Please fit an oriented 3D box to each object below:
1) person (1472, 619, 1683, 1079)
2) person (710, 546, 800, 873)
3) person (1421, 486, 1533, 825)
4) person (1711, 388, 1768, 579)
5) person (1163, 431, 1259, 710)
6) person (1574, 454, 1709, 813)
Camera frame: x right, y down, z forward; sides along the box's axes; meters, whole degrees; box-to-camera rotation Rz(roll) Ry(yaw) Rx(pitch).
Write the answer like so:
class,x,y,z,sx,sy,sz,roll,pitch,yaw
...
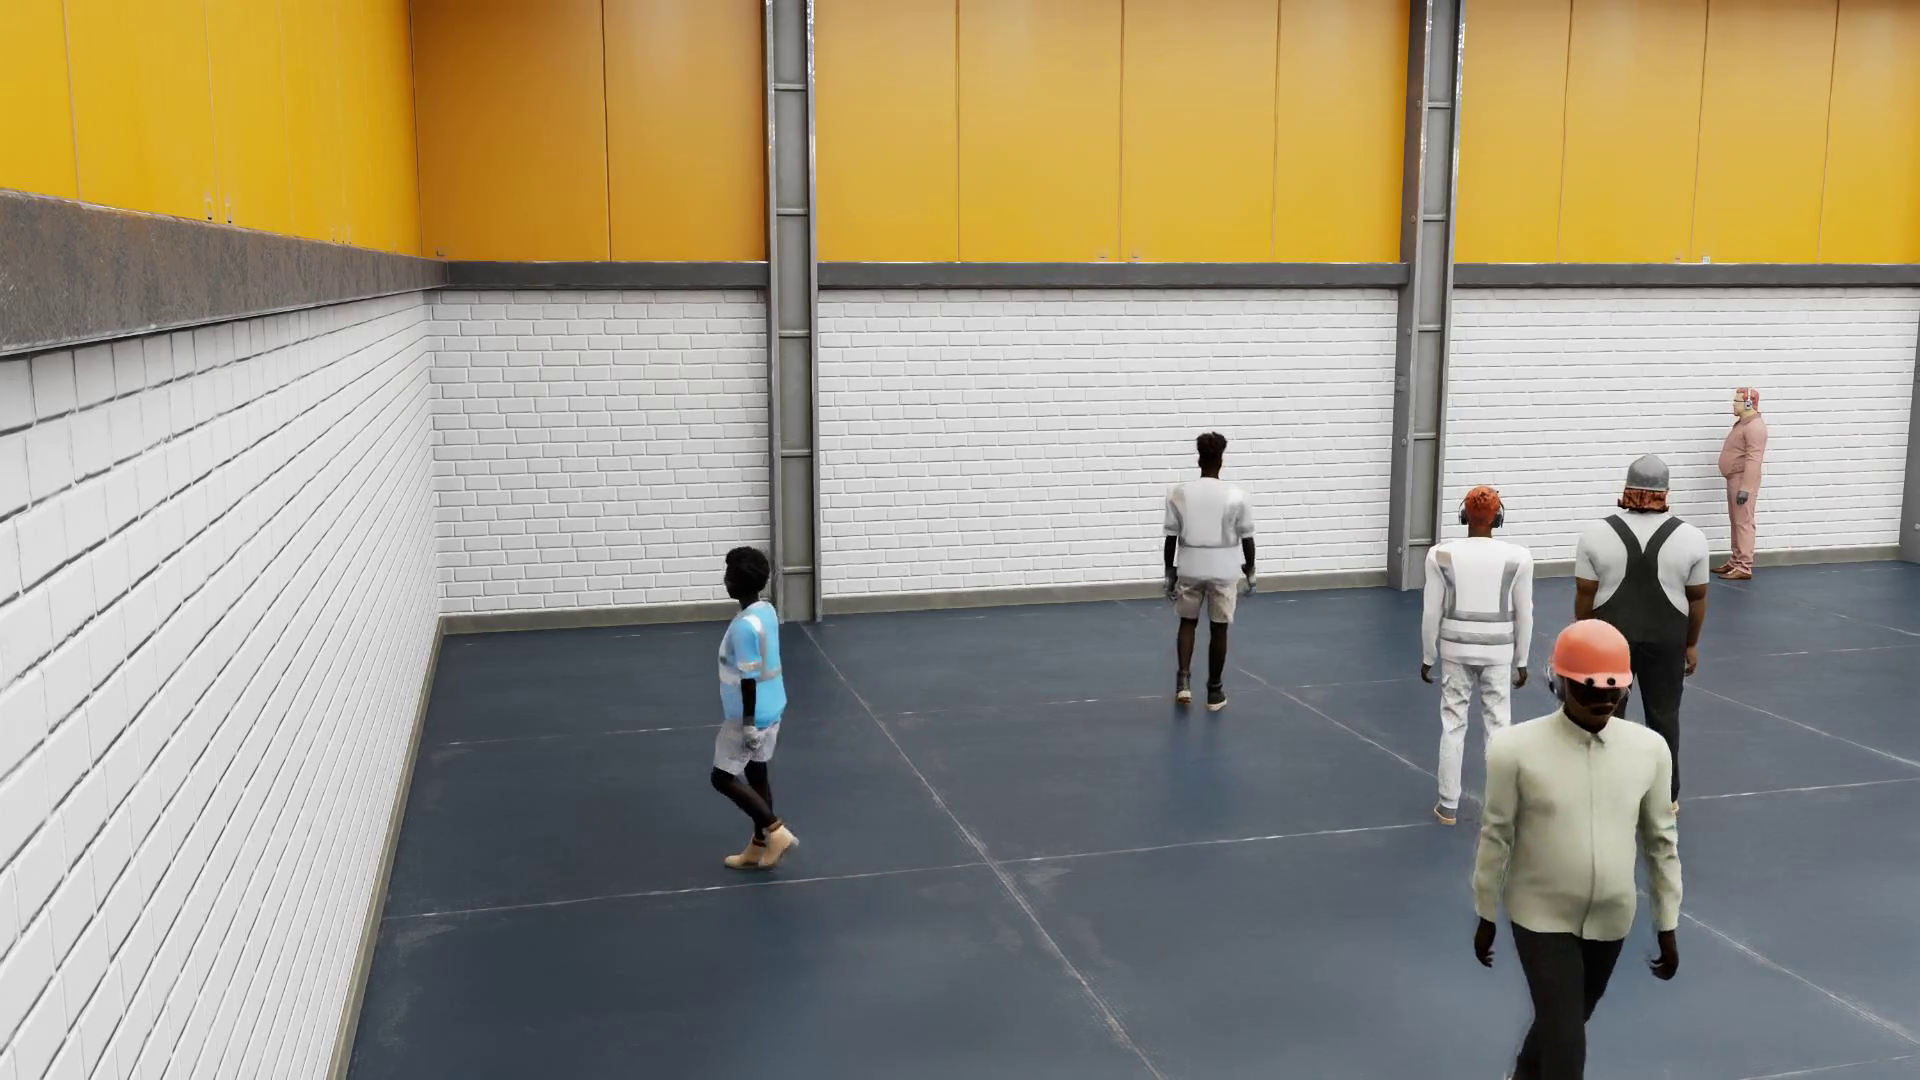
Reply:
class,x,y,z,sx,sy,sz,roll,pitch,yaw
person,2.011,1.196,5.461,0.630,1.950,1.009,-1,9,-5
person,-1.045,0.863,8.346,0.389,1.684,0.538,2,9,11
person,2.825,0.641,9.112,0.573,1.883,0.359,3,10,18
person,7.755,-0.561,16.539,0.410,1.909,0.643,2,9,15
person,1.730,0.219,11.510,0.634,1.955,0.427,3,10,20
person,3.784,0.530,9.311,0.684,2.000,0.536,3,10,20
